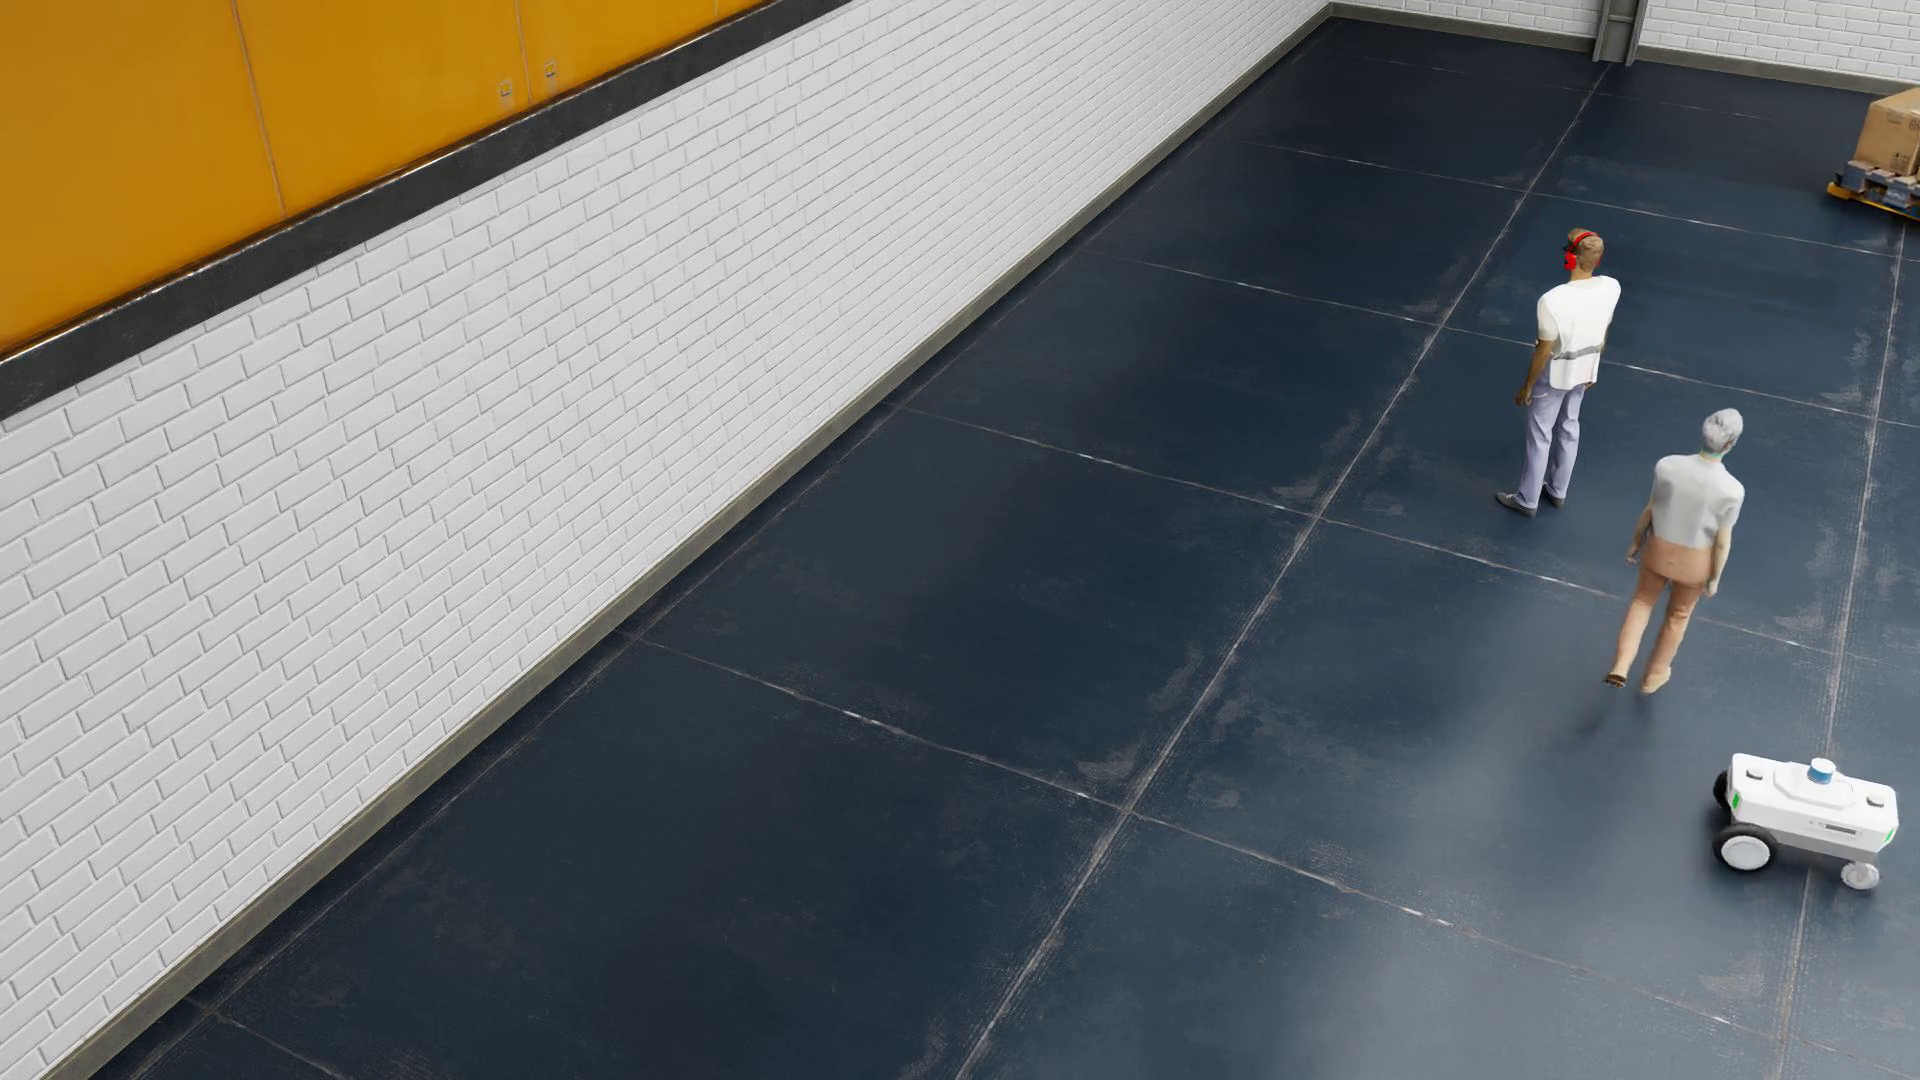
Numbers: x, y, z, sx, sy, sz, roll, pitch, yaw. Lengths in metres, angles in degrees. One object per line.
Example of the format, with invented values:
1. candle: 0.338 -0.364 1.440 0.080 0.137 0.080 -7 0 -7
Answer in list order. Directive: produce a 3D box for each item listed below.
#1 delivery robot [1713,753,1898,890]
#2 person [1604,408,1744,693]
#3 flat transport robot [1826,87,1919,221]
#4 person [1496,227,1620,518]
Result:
1. delivery robot: 3.952 1.281 7.819 0.791 0.598 0.499 12 36 17
2. person: 3.658 0.095 8.522 0.491 1.728 0.484 26 42 33
3. flat transport robot: 8.323 -2.915 14.315 0.659 0.231 1.431 -21 39 -28
4. person: 3.626 -0.976 10.016 0.568 1.843 0.373 -15 37 -22
